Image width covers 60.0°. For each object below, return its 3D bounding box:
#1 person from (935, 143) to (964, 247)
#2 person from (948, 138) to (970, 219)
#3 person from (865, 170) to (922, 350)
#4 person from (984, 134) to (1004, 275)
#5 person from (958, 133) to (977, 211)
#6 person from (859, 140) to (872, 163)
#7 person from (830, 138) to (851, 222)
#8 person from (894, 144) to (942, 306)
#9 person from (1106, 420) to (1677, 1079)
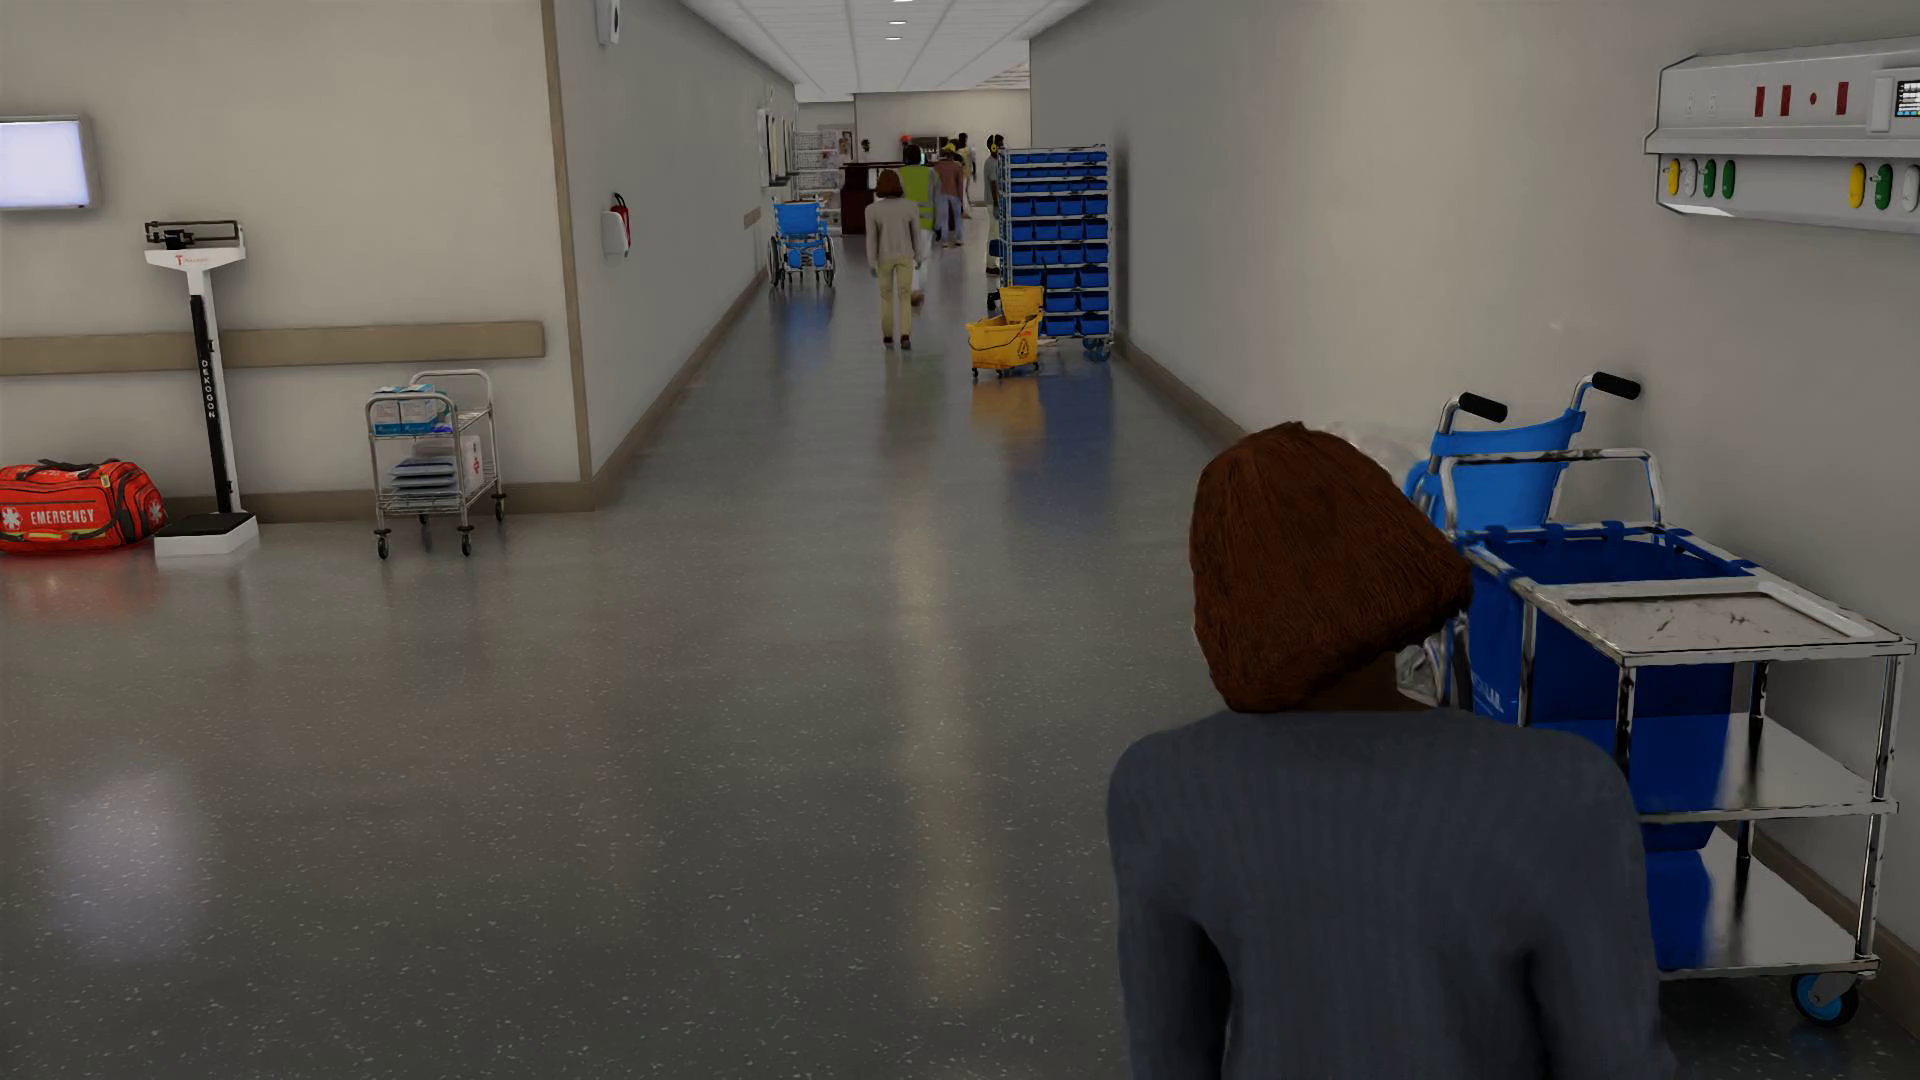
[{"bbox_3d":[-0.164,-5.901,28.512,0.528,1.734,0.785,1,14,10],"label":"person"},{"bbox_3d":[-0.062,-8.196,37.770,0.630,1.805,0.700,1,14,9],"label":"person"},{"bbox_3d":[-0.587,-2.516,14.930,0.500,1.591,0.856,-2,14,-2],"label":"person"},{"bbox_3d":[0.484,-4.529,22.499,0.312,1.869,0.537,-2,14,-3],"label":"person"},{"bbox_3d":[0.024,-9.058,41.055,0.620,1.914,0.988,8,17,34],"label":"person"},{"bbox_3d":[-2.396,-9.263,42.389,0.403,1.839,0.648,5,15,27],"label":"person"},{"bbox_3d":[-2.655,-8.164,37.776,0.557,1.881,0.682,9,17,38],"label":"person"},{"bbox_3d":[-0.517,-3.564,18.817,0.640,1.801,0.962,-4,14,-11],"label":"person"},{"bbox_3d":[0.424,0.694,1.590,0.598,1.611,0.314,7,16,33],"label":"person"}]
